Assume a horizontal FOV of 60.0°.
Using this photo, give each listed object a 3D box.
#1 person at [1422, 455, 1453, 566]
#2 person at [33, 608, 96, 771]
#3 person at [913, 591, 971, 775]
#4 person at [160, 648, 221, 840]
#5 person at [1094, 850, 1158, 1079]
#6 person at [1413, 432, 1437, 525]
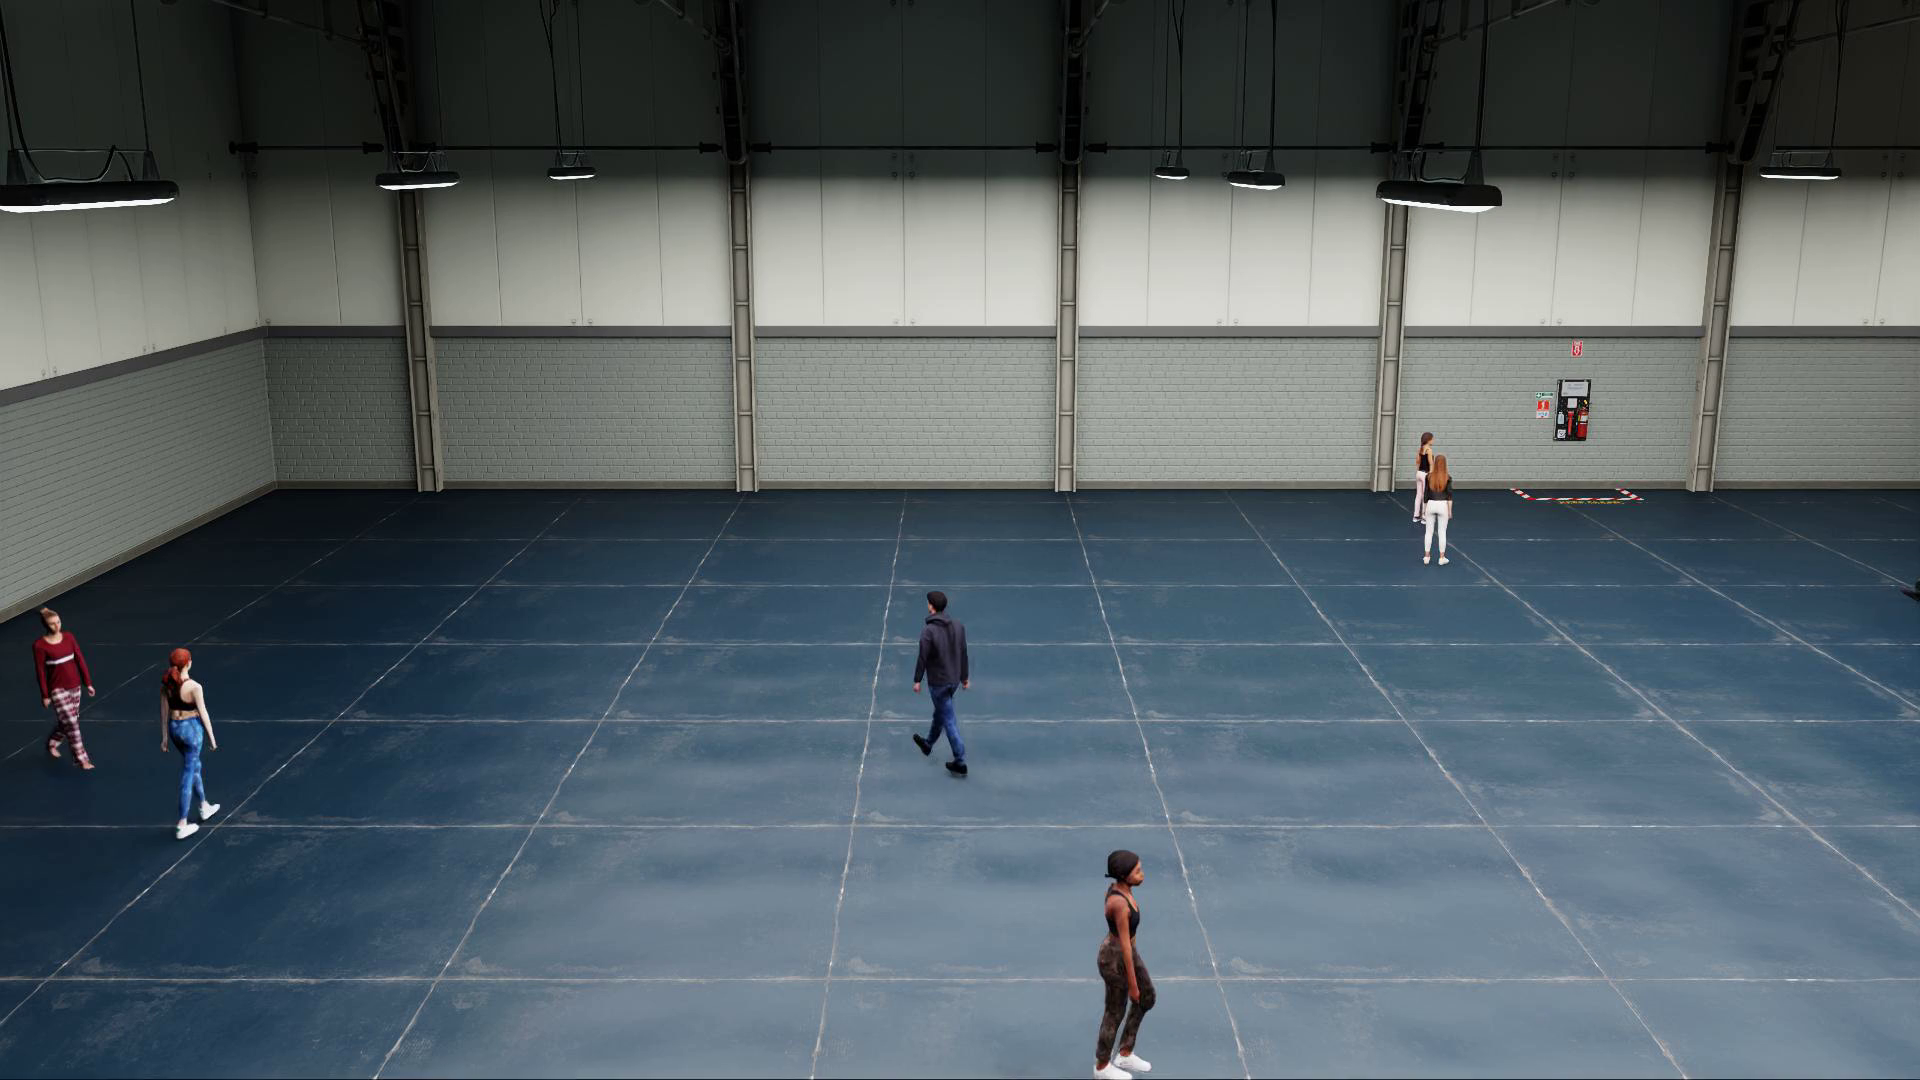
[{"bbox_3d":[7.354,-0.477,25.636,0.609,1.704,0.738,6,15,26],"label":"person"},{"bbox_3d":[-9.255,1.521,17.090,1.119,1.666,0.911,6,14,25],"label":"person"},{"bbox_3d":[-0.109,1.488,16.875,1.204,1.828,1.218,-11,17,-39],"label":"person"},{"bbox_3d":[-7.161,1.889,15.282,0.903,1.765,0.786,3,13,13],"label":"person"},{"bbox_3d":[0.993,2.873,11.207,0.673,1.686,0.637,2,13,8],"label":"person"},{"bbox_3d":[7.977,-1.079,28.547,0.619,1.564,0.611,-6,14,-24],"label":"person"}]
